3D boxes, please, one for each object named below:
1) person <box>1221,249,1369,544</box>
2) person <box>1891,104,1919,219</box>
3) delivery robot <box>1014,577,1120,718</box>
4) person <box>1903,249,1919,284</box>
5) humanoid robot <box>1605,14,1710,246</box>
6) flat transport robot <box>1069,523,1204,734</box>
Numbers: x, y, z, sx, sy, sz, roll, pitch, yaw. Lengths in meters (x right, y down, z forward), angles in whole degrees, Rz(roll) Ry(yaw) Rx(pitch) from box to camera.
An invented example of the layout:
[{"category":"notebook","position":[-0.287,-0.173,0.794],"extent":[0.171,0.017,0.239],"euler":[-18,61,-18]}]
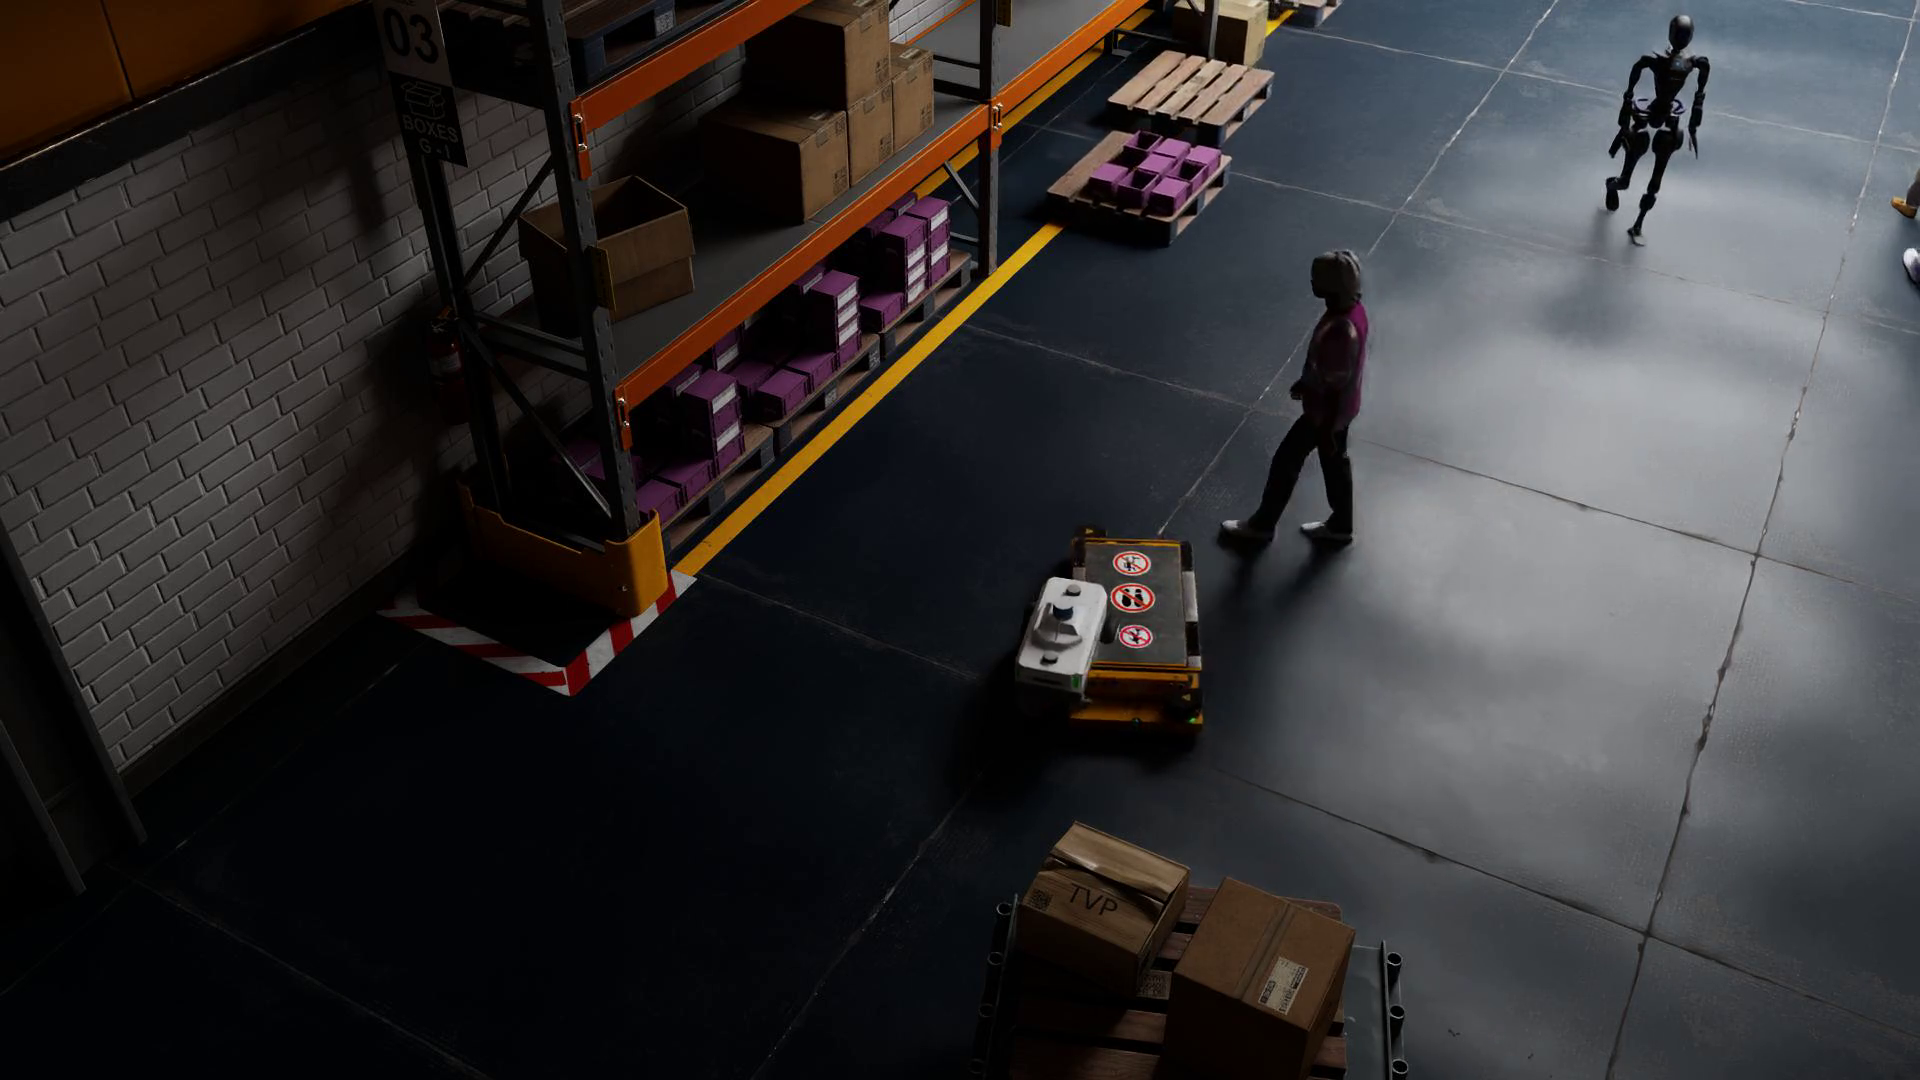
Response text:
[{"category":"person","position":[1.854,-0.740,8.904],"extent":[0.811,1.822,0.512],"euler":[15,41,17]},{"category":"person","position":[7.232,-3.196,11.914],"extent":[0.567,1.898,0.351],"euler":[4,39,4]},{"category":"delivery robot","position":[0.527,0.524,8.351],"extent":[0.522,0.614,0.785],"euler":[10,40,12]},{"category":"person","position":[6.787,-2.341,10.879],"extent":[0.649,1.847,1.018],"euler":[2,39,3]},{"category":"humanoid robot","position":[4.946,-2.960,11.809],"extent":[0.600,1.638,0.611],"euler":[3,39,4]},{"category":"flat transport robot","position":[0.904,0.438,8.672],"extent":[0.659,0.231,1.431],"euler":[2,39,3]}]
